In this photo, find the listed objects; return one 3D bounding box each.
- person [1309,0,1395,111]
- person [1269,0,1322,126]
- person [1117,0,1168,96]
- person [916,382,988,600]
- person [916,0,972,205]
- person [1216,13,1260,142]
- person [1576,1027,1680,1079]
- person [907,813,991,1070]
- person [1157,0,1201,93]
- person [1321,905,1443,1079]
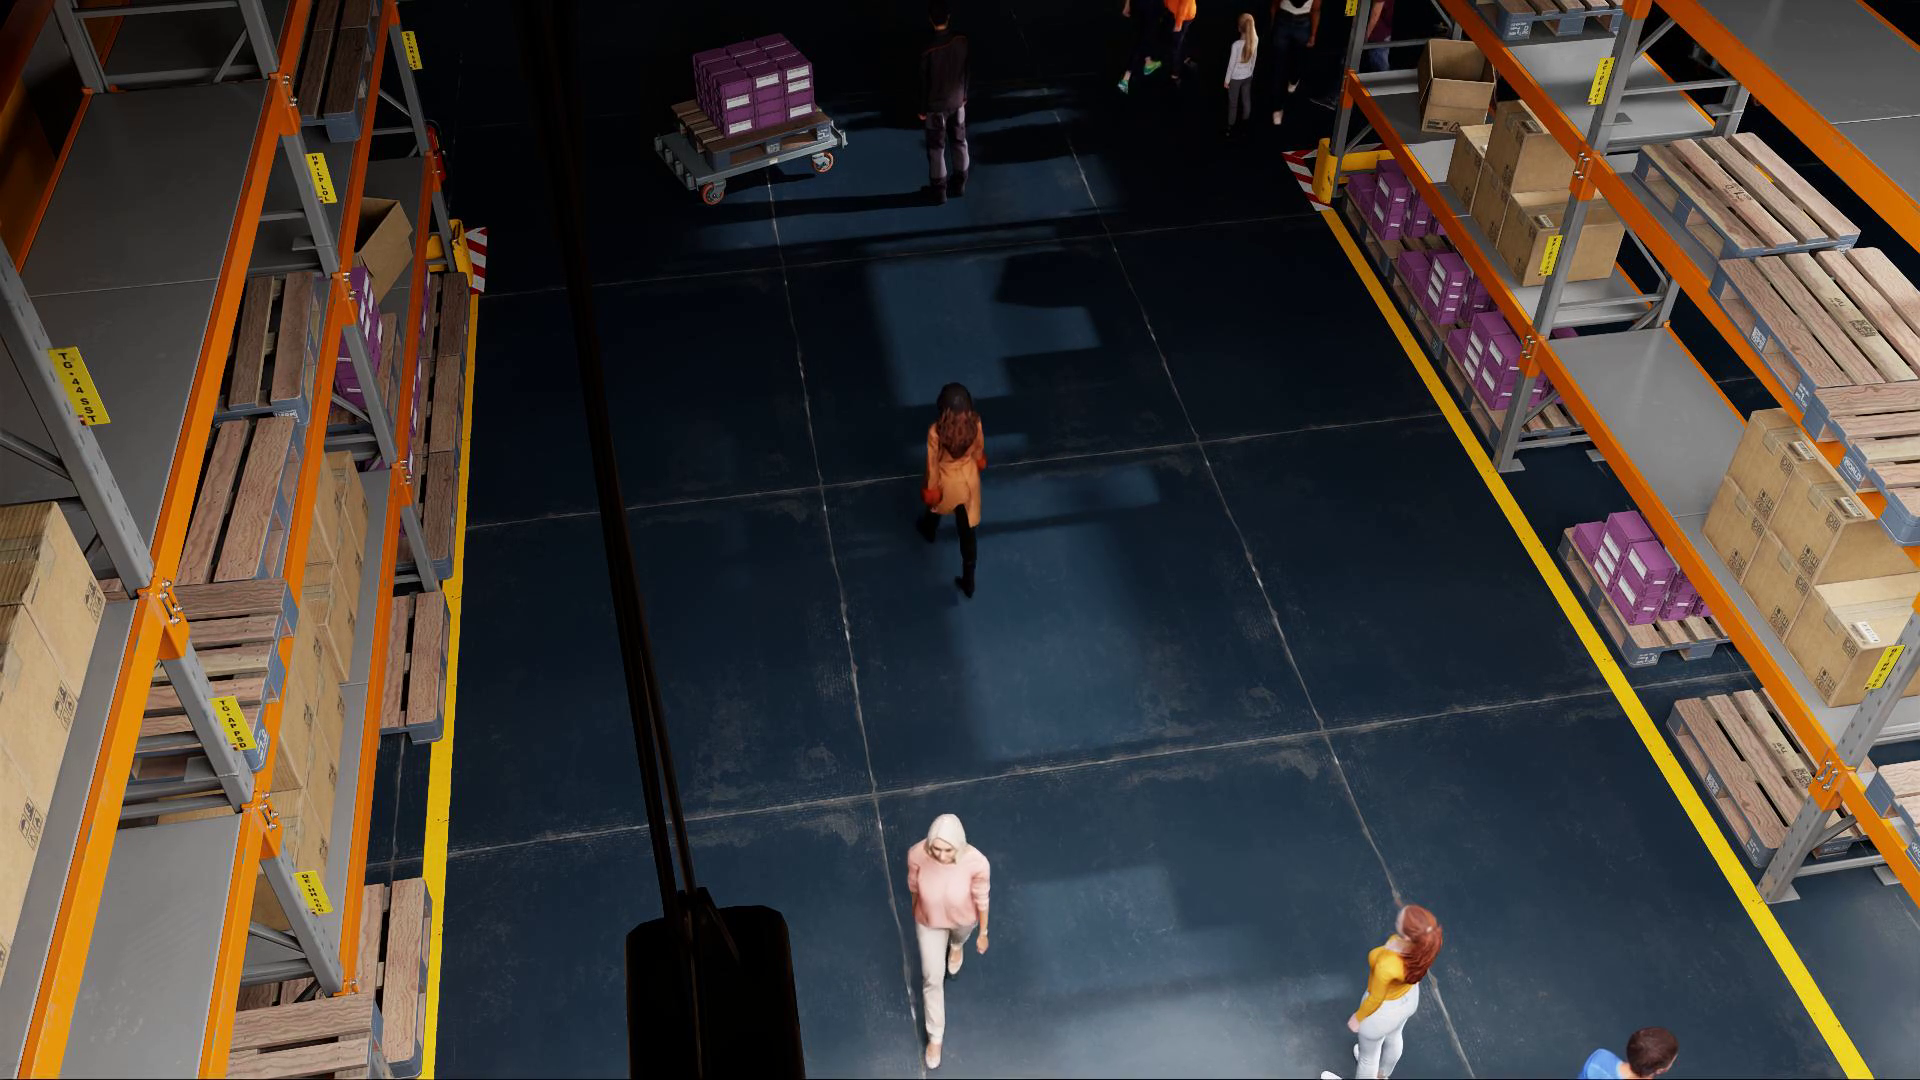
[{"bbox_3d":[4.133,-4.914,16.191,0.988,1.798,1.217,8,44,8],"label":"person"},{"bbox_3d":[3.230,-4.916,16.226,0.937,1.752,1.272,9,44,9],"label":"person"},{"bbox_3d":[1.828,-5.302,16.692,1.144,1.669,1.187,28,50,26],"label":"person"},{"bbox_3d":[0.005,-0.300,11.428,0.866,1.688,1.143,-17,46,-17],"label":"person"},{"bbox_3d":[-0.147,-3.992,15.117,0.772,1.944,0.727,-22,48,-22],"label":"person"},{"bbox_3d":[2.728,-4.497,16.130,0.558,1.279,0.584,-22,48,-22],"label":"person"},{"bbox_3d":[3.043,2.904,7.934,0.765,1.867,0.664,-30,51,-27],"label":"person"},{"bbox_3d":[-0.043,1.974,9.051,0.822,1.674,1.188,4,44,4],"label":"person"},{"bbox_3d":[2.275,-5.243,16.590,0.777,1.723,0.674,2,44,2],"label":"person"},{"bbox_3d":[2.209,2.392,8.556,0.678,1.751,0.710,-27,50,-25],"label":"person"}]
